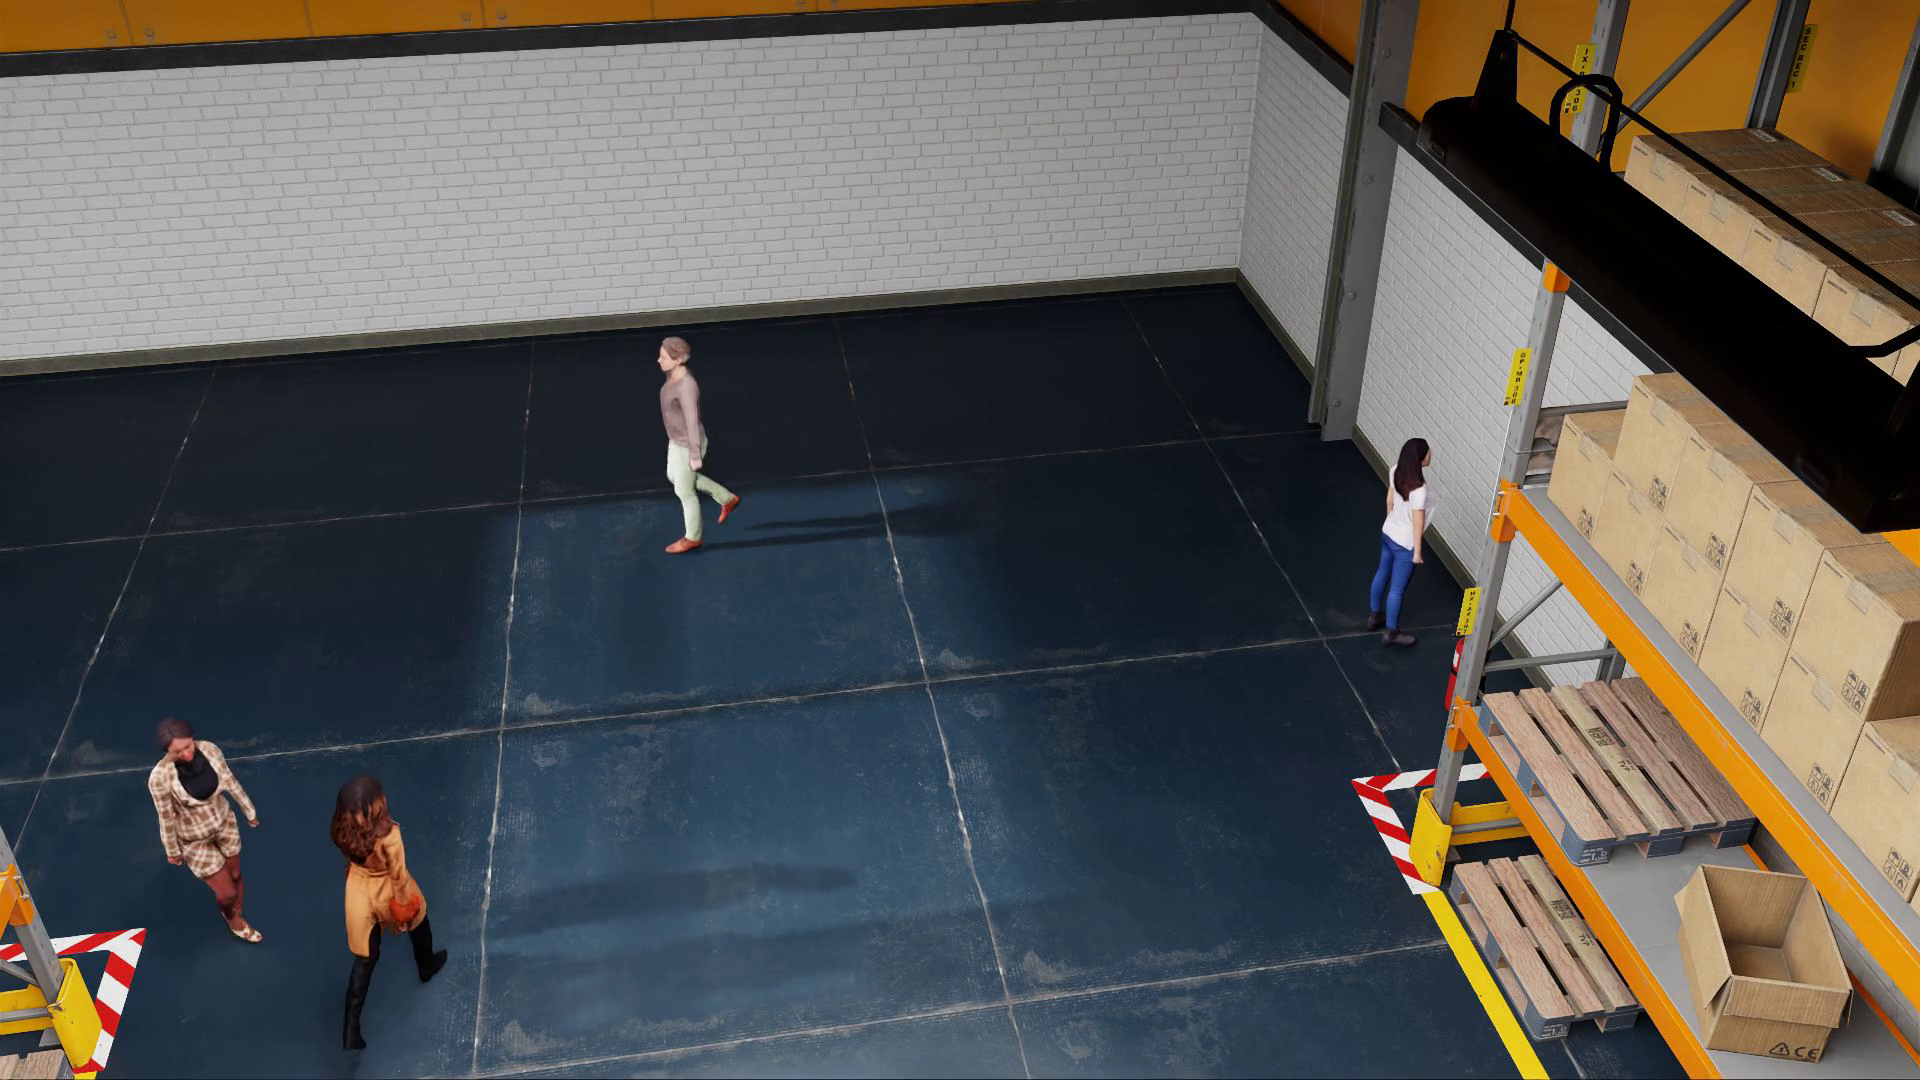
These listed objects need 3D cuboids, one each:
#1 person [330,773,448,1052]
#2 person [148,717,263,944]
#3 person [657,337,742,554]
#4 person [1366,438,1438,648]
[{"bbox_3d":[-3.180,2.016,8.995,1.009,1.690,1.260,9,35,13],"label":"person"},{"bbox_3d":[-4.324,1.668,9.441,0.840,1.775,0.771,17,37,24],"label":"person"},{"bbox_3d":[-2.060,-0.765,13.023,0.810,1.862,0.886,-11,35,-16],"label":"person"},{"bbox_3d":[3.183,0.013,12.014,0.678,1.684,0.485,-9,35,-13],"label":"person"}]
